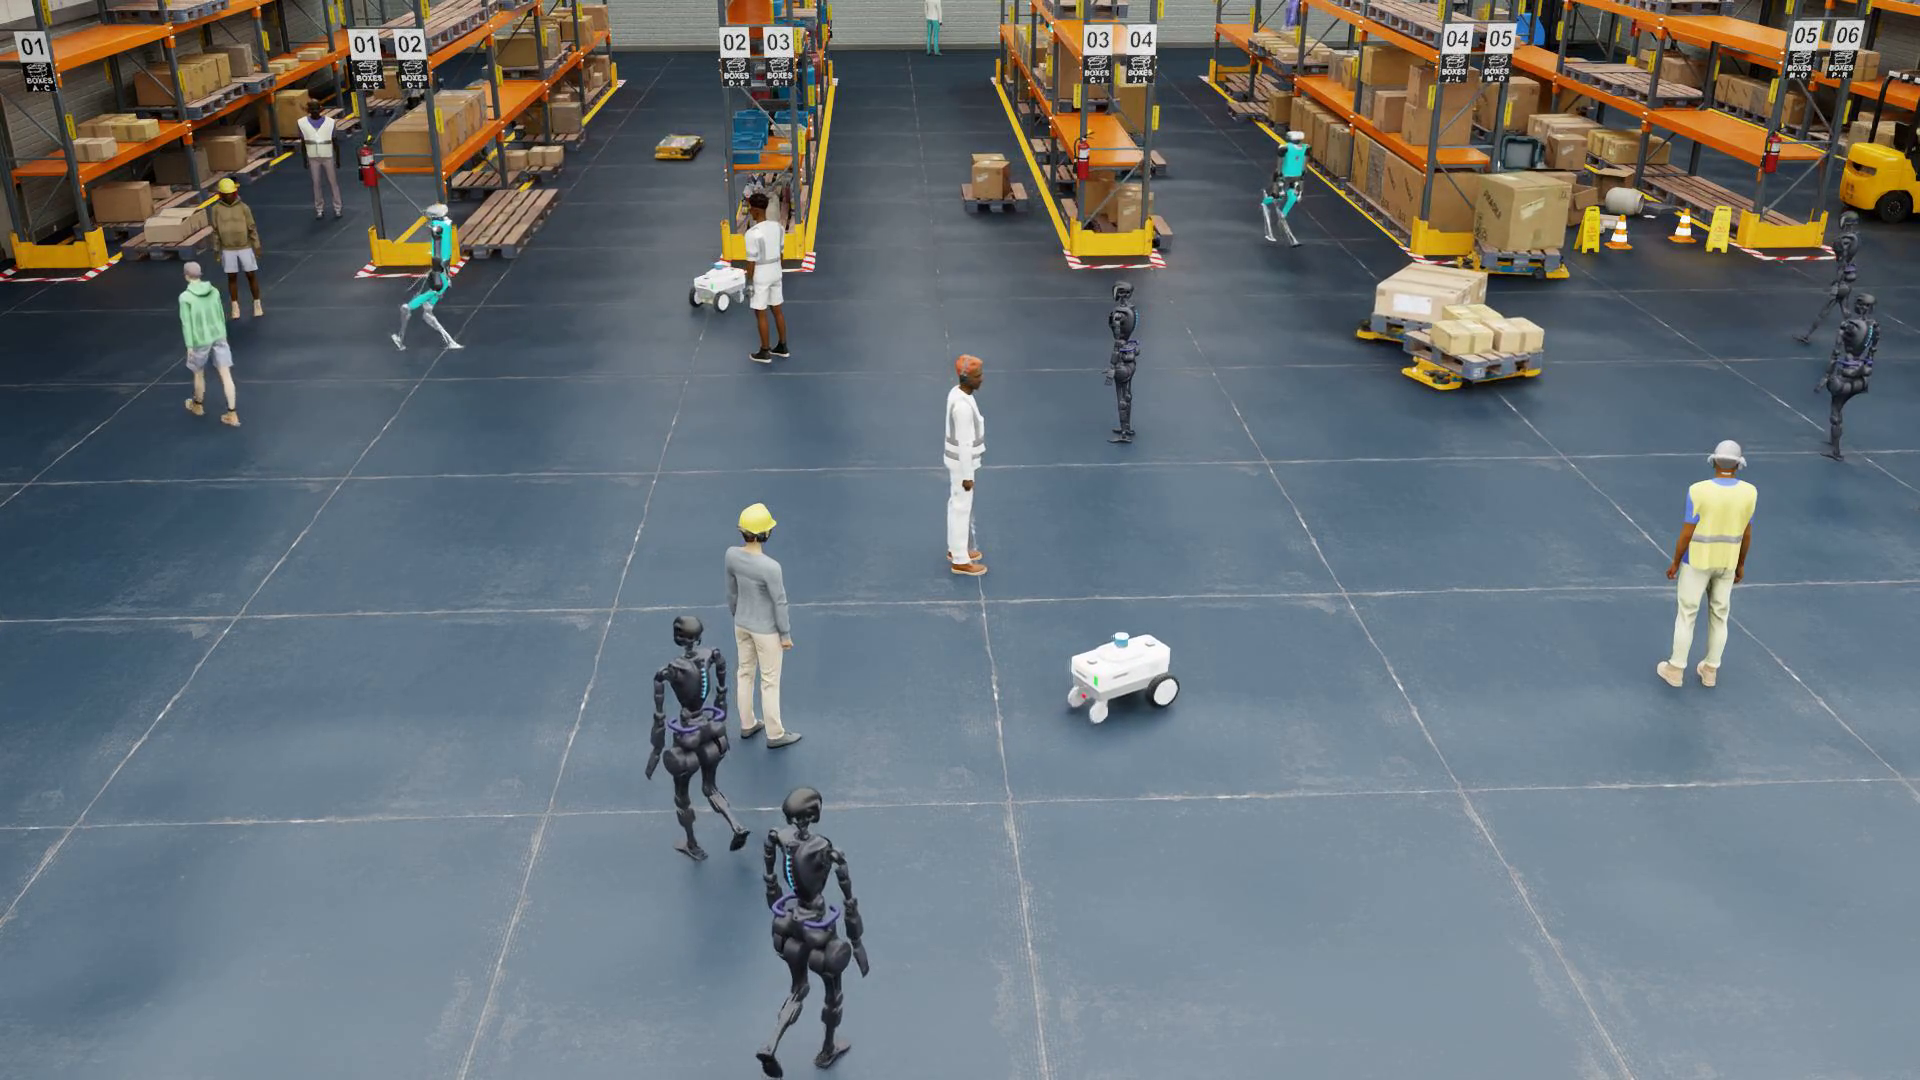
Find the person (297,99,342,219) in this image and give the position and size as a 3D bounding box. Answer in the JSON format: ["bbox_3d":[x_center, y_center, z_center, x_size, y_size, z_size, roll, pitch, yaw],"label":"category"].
[{"bbox_3d":[-9.941,-5.945,25.905,0.559,1.839,0.388,-6,25,-14],"label":"person"}]

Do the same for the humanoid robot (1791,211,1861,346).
[{"bbox_3d":[10.449,-3.097,19.751,0.778,1.619,0.605,12,27,25],"label":"humanoid robot"}]

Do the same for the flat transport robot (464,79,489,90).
[{"bbox_3d":[-10.593,-10.087,37.139,0.659,0.231,1.431,-1,24,-2],"label":"flat transport robot"}]

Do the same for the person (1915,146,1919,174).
[{"bbox_3d":[14.917,-5.779,25.563,0.567,1.811,0.813,3,24,7],"label":"person"}]

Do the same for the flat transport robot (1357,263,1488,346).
[{"bbox_3d":[5.604,-2.502,20.095,1.431,0.231,0.659,15,28,30],"label":"flat transport robot"}]

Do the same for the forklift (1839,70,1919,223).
[{"bbox_3d":[15.132,-6.143,25.915,2.313,2.155,1.214,-1,24,-2],"label":"forklift"}]

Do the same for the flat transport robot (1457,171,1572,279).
[{"bbox_3d":[7.666,-3.823,23.063,1.431,0.231,0.659,4,24,9],"label":"flat transport robot"}]

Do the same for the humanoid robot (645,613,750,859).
[{"bbox_3d":[-1.575,1.223,10.007,0.488,1.644,0.591,20,31,37],"label":"humanoid robot"}]

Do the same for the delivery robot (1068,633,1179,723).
[{"bbox_3d":[1.174,0.958,11.992,0.811,0.613,0.499,-14,28,-29],"label":"delivery robot"}]

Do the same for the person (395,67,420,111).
[{"bbox_3d":[-11.033,-9.195,33.435,0.543,1.642,0.885,-2,24,-5],"label":"person"}]

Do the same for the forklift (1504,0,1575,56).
[{"bbox_3d":[14.700,-13.805,42.301,1.873,2.768,1.129,-1,24,-2],"label":"forklift"}]

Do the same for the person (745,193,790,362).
[{"bbox_3d":[-2.259,-3.035,19.224,0.367,1.959,0.603,17,29,33],"label":"person"}]

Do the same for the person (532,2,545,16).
[{"bbox_3d":[-10.408,-12.658,40.954,0.509,1.863,0.373,1,24,1],"label":"person"}]

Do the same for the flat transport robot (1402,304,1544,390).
[{"bbox_3d":[5.802,-1.964,18.885,1.431,0.231,0.659,-10,26,-22],"label":"flat transport robot"}]

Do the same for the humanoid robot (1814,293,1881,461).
[{"bbox_3d":[8.723,-1.617,16.381,0.612,1.647,0.436,-8,25,-18],"label":"humanoid robot"}]

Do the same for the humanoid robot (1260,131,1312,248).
[{"bbox_3d":[4.669,-5.066,24.054,0.548,1.732,1.018,-9,26,-20],"label":"humanoid robot"}]

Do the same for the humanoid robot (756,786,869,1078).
[{"bbox_3d":[-0.784,1.987,8.288,0.602,1.635,0.565,15,28,29],"label":"humanoid robot"}]

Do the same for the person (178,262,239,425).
[{"bbox_3d":[-7.908,-2.072,17.350,0.862,1.702,0.510,19,30,36],"label":"person"}]

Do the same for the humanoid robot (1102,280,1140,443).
[{"bbox_3d":[1.633,-1.810,16.790,0.315,1.657,0.599,8,25,17],"label":"humanoid robot"}]

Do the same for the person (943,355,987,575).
[{"bbox_3d":[0.041,-0.636,13.921,0.358,1.881,0.572,-2,24,-3],"label":"person"}]

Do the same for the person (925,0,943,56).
[{"bbox_3d":[-0.663,-13.287,42.491,0.524,1.766,0.319,19,30,36],"label":"person"}]

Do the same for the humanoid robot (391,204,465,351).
[{"bbox_3d":[-6.383,-3.057,19.568,0.947,1.780,0.550,-1,24,-3],"label":"humanoid robot"}]

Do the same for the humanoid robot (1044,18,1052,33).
[{"bbox_3d":[2.328,-12.976,41.665,0.735,1.673,0.533,5,24,10],"label":"humanoid robot"}]

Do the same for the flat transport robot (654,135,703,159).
[{"bbox_3d":[-5.207,-7.277,30.825,0.659,0.231,1.431,1,24,1],"label":"flat transport robot"}]

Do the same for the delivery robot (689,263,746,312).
[{"bbox_3d":[-3.116,-3.284,21.490,0.525,0.587,0.742,15,28,30],"label":"delivery robot"}]

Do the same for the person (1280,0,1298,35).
[{"bbox_3d":[8.114,-12.782,41.363,0.927,1.752,0.629,-6,25,-12],"label":"person"}]

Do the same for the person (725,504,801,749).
[{"bbox_3d":[-1.356,0.582,11.322,0.523,1.769,0.313,18,30,35],"label":"person"}]

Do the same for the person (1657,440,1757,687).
[{"bbox_3d":[5.423,0.192,12.050,0.523,1.891,0.401,2,24,4],"label":"person"}]

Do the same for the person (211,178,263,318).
[{"bbox_3d":[-9.090,-3.681,20.917,0.551,1.756,0.411,-7,25,-15],"label":"person"}]
